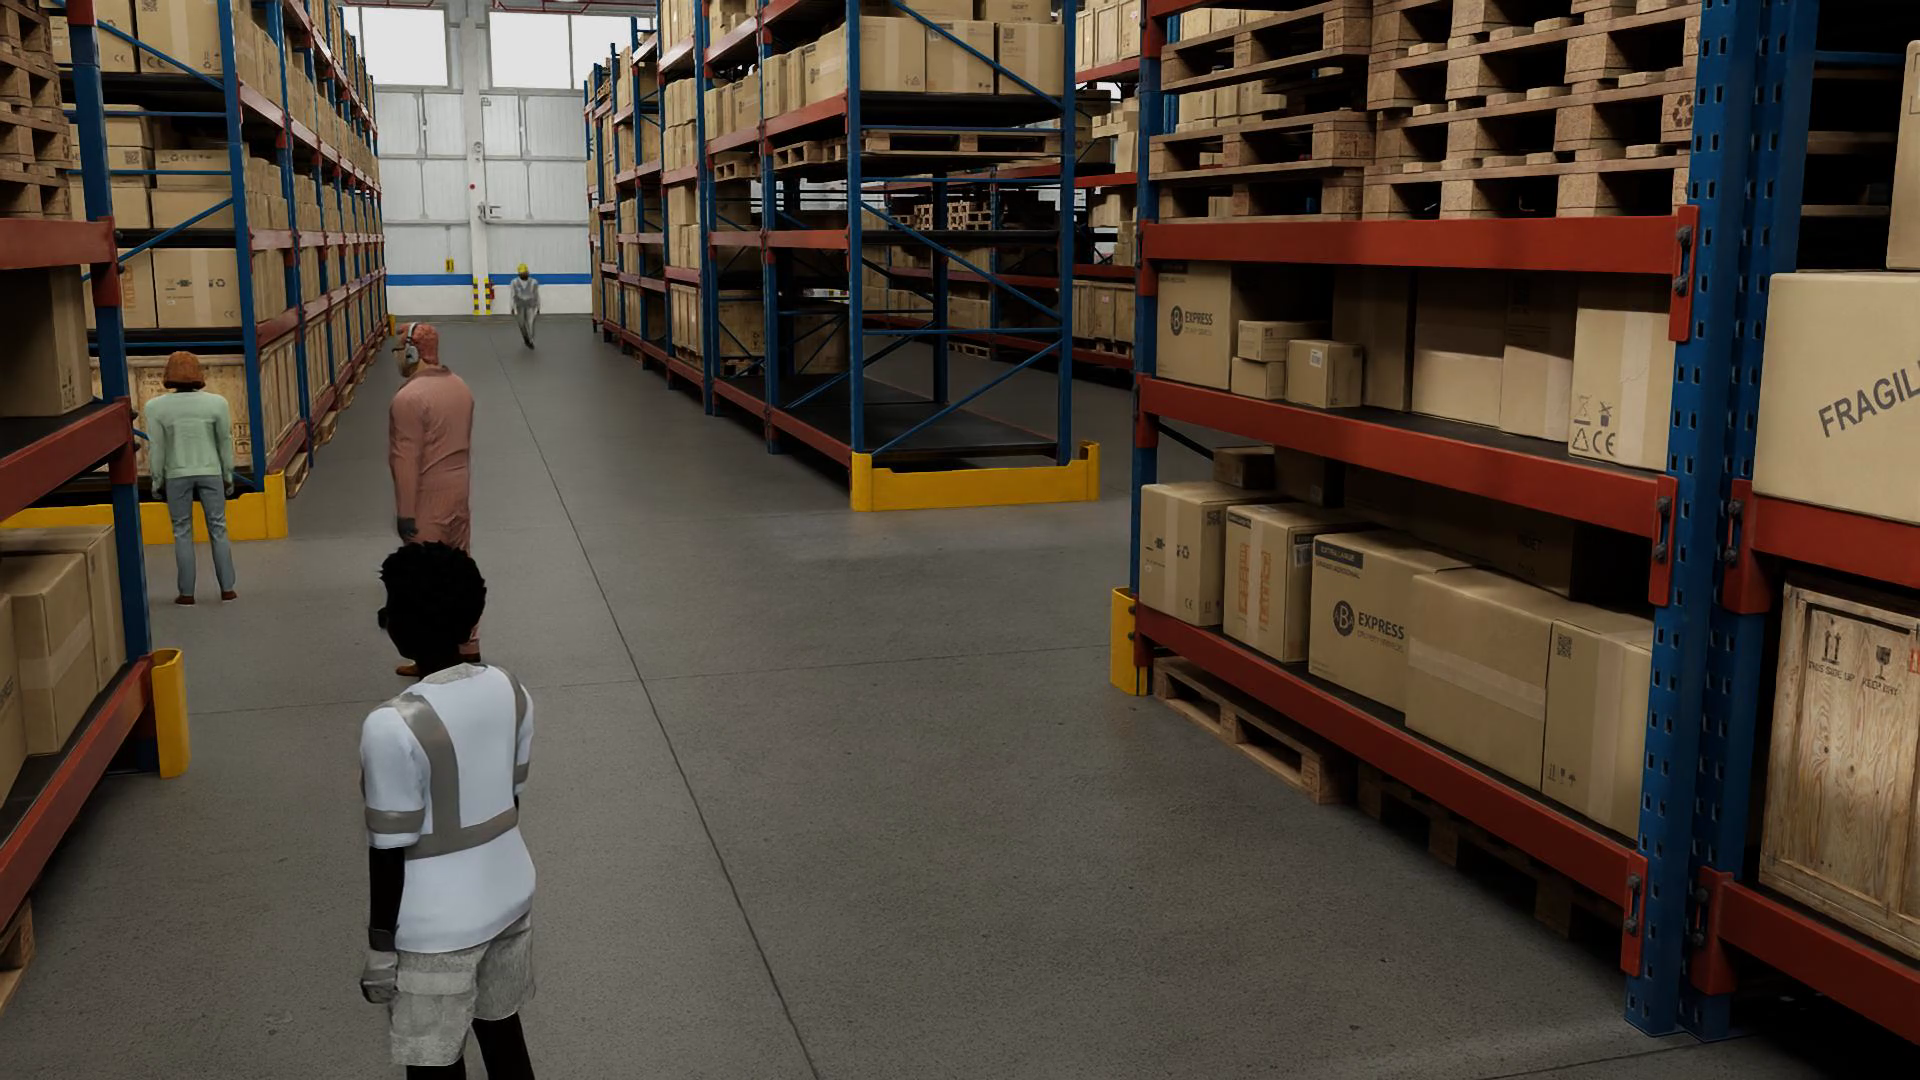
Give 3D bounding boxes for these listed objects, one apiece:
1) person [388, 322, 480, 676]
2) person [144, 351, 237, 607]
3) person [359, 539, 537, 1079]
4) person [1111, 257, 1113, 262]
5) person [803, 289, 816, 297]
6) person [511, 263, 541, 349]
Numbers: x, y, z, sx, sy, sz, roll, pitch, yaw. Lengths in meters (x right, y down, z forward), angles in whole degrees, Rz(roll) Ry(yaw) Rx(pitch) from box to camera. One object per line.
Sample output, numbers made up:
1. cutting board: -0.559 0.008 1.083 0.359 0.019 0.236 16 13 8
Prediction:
1. person: -2.860 -0.218 8.968 0.398 1.899 0.649 2 11 13
2. person: -4.892 -0.385 10.599 0.501 1.633 0.283 -6 12 -31
3. person: -1.137 0.840 3.739 0.319 1.690 0.535 3 11 18
4. person: 3.858 -5.970 40.315 0.931 1.955 0.653 10 14 43
5. person: -3.432 -5.221 36.349 0.639 1.905 0.937 -5 12 -27
6. person: -9.131 -4.927 35.032 0.609 1.801 0.644 -1 10 -8
